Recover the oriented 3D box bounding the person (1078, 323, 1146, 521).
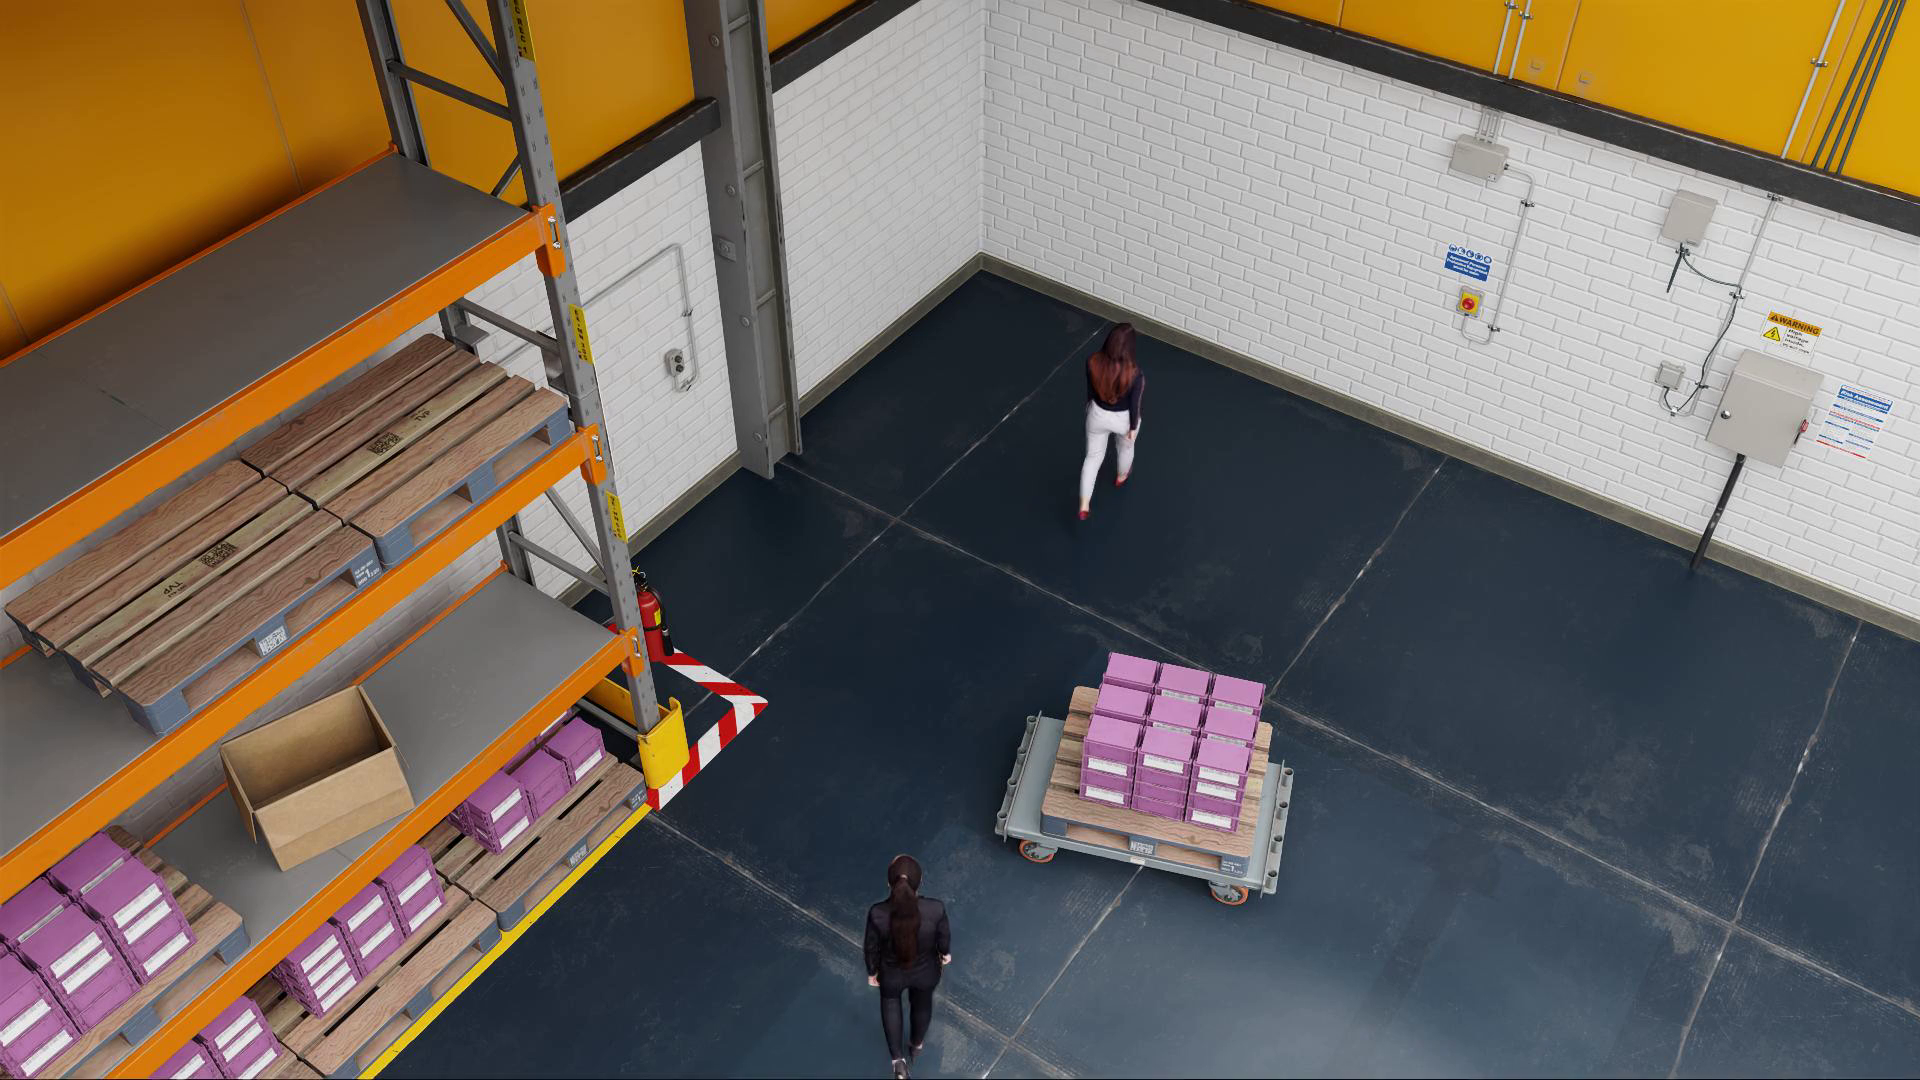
[{"bbox_3d":[1.033,-0.813,11.622,0.758,1.580,1.099,15,46,15],"label":"person"}]

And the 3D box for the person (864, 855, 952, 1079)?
[{"bbox_3d":[-0.253,2.225,8.346,0.778,1.700,0.853,-1,44,-1],"label":"person"}]
